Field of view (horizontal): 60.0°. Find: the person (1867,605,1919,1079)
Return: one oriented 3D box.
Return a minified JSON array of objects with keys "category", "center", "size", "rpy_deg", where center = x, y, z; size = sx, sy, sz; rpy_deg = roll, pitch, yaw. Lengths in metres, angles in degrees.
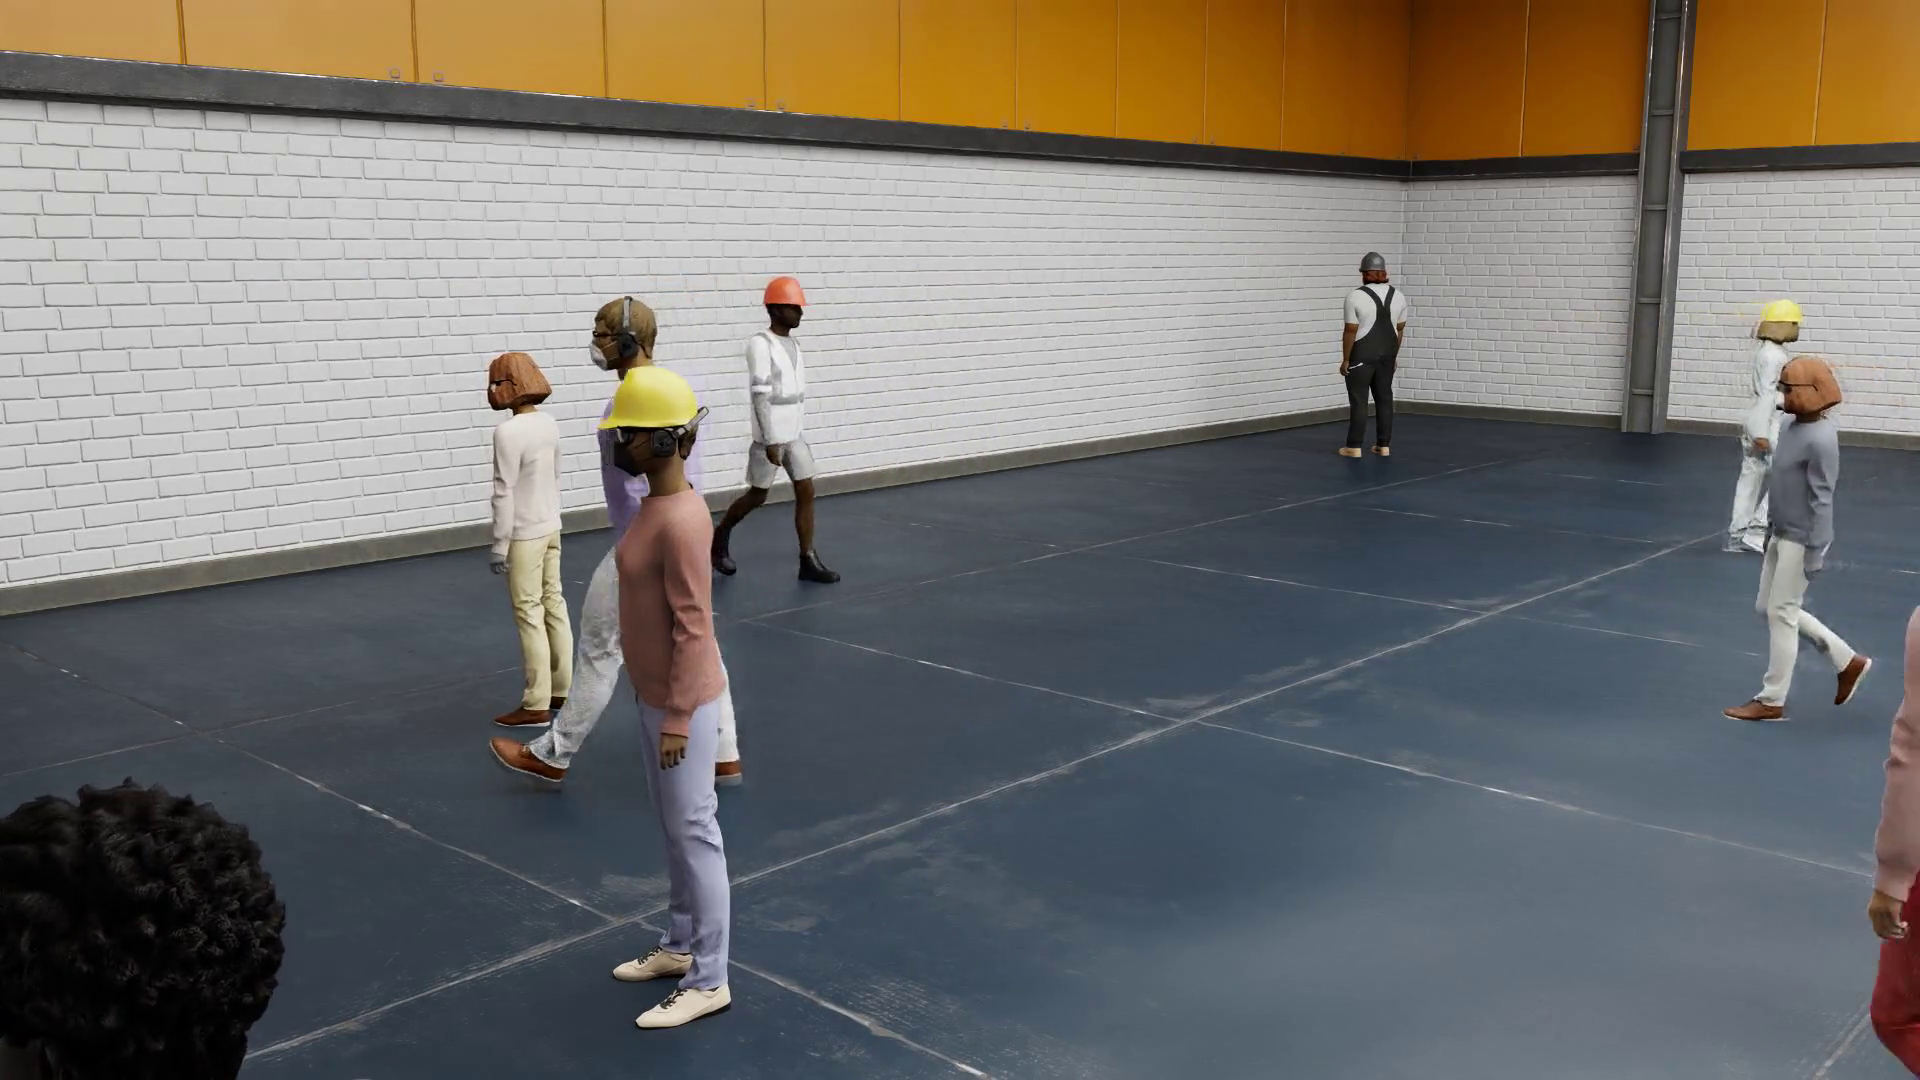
[{"category":"person","center":[2.076,0.644,3.264],"size":[0.551,1.748,0.550],"rpy_deg":[-3,11,-19]}]

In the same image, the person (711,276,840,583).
[{"category":"person","center":[-1.209,-0.687,10.369],"size":[0.901,1.912,0.537],"rpy_deg":[5,11,28]}]

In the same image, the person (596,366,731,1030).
[{"category":"person","center":[-0.793,0.419,4.479],"size":[0.310,1.769,0.525],"rpy_deg":[-4,11,-20]}]

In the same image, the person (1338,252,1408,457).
[{"category":"person","center":[4.063,-1.848,16.604],"size":[0.684,2.000,0.538],"rpy_deg":[-4,11,-19]}]

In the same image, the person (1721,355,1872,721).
[{"category":"person","center":[3.689,0.005,7.235],"size":[0.546,1.618,0.515],"rpy_deg":[2,10,10]}]

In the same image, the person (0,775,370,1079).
[{"category":"person","center":[-0.573,1.014,1.317],"size":[0.322,1.691,0.532],"rpy_deg":[4,11,21]}]

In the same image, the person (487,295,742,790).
[{"category":"person","center":[-1.302,0.035,6.305],"size":[0.983,1.888,0.655],"rpy_deg":[0,10,1]}]

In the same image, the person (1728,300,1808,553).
[{"category":"person","center":[5.462,-0.746,11.215],"size":[0.457,1.728,0.487],"rpy_deg":[3,10,15]}]

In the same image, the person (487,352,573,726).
[{"category":"person","center":[-1.887,-0.002,7.275],"size":[0.273,1.627,0.500],"rpy_deg":[2,10,11]}]
